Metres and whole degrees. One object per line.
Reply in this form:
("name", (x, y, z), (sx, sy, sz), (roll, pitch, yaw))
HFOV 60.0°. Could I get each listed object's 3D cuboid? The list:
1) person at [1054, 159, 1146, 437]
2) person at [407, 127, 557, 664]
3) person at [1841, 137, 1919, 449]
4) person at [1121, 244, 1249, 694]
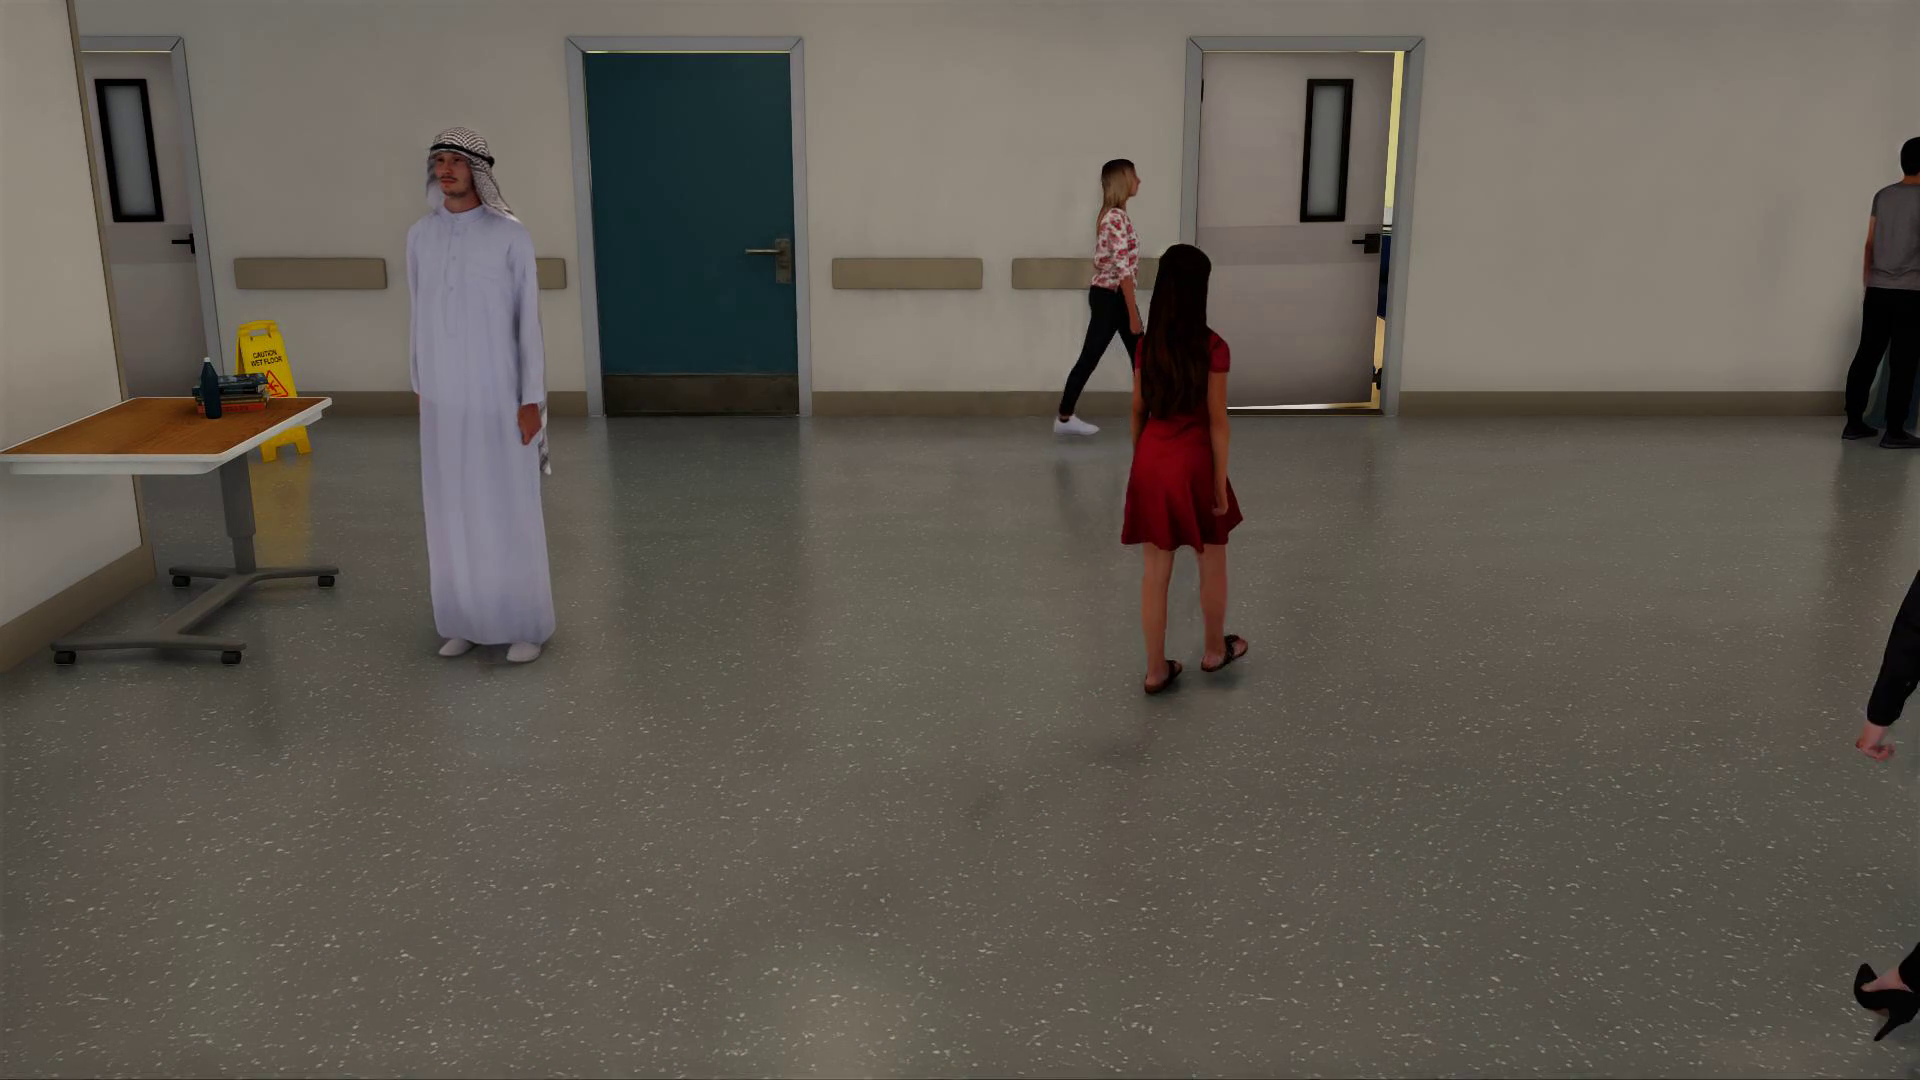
("person", (0.799, -1.348, 9.611), (1.088, 1.584, 0.608), (1, 16, 2))
("person", (-1.733, -0.511, 6.022), (0.643, 1.921, 0.803), (4, 16, 13))
("person", (5.407, -1.428, 9.584), (0.664, 1.755, 0.691), (-6, 17, -20))
("person", (0.719, -0.218, 5.686), (0.830, 1.539, 0.839), (10, 18, 30))
